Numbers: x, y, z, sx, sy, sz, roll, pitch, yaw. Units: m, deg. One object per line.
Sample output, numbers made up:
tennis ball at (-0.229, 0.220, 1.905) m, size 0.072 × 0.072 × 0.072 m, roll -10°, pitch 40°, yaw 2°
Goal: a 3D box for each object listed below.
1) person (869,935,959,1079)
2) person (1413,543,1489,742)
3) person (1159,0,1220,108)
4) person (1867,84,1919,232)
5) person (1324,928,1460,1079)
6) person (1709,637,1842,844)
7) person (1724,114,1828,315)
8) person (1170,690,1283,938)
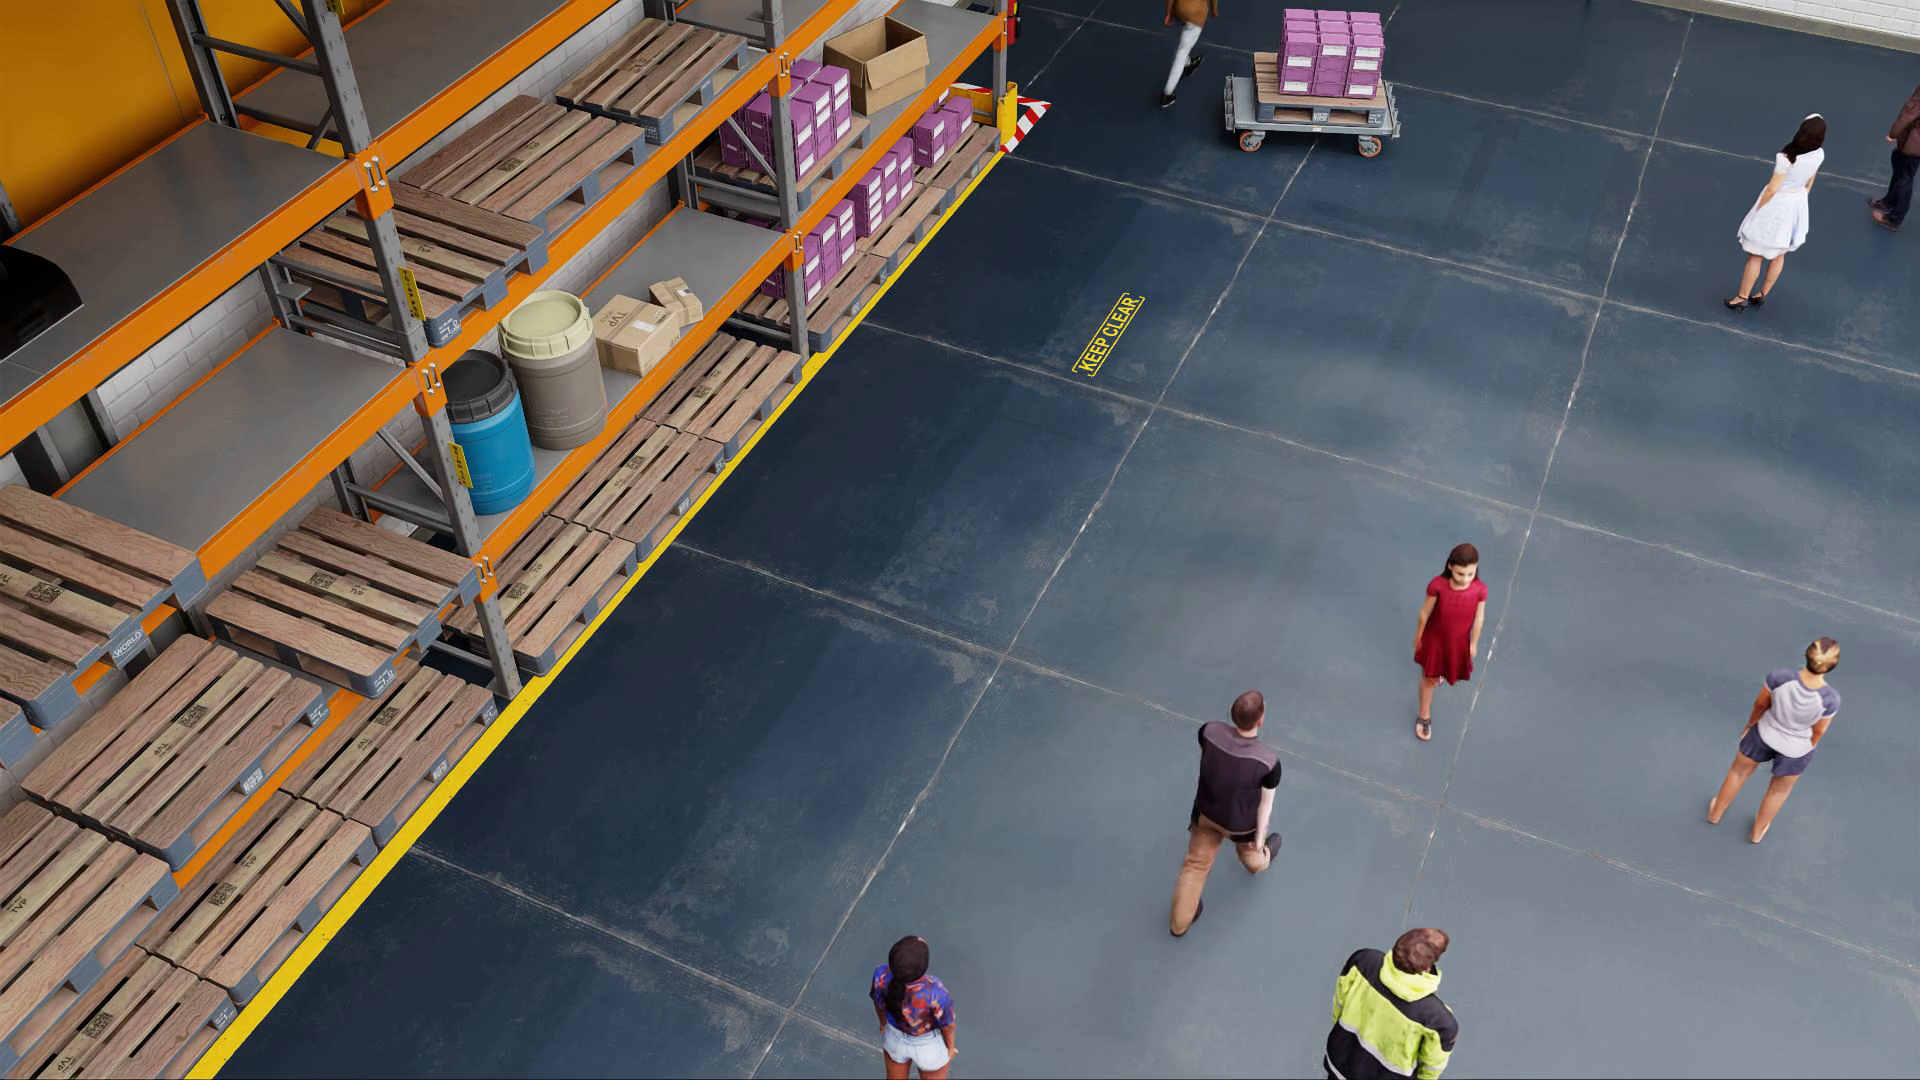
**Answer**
person at (-0.228, 2.504, 8.314) m, size 0.588 × 1.742 × 0.510 m, roll 16°, pitch 46°, yaw 16°
person at (3.078, 0.556, 10.506) m, size 0.708 × 1.540 × 0.896 m, roll 6°, pitch 44°, yaw 6°
person at (2.219, -5.088, 16.268) m, size 0.806 × 1.764 × 1.234 m, roll 26°, pitch 49°, yaw 25°
person at (8.519, -3.531, 14.584) m, size 0.876 × 1.832 × 0.970 m, roll -22°, pitch 48°, yaw -22°
person at (2.062, 2.506, 8.138) m, size 0.800 × 1.982 × 0.854 m, roll -33°, pitch 53°, yaw -30°
person at (4.834, 1.182, 9.790) m, size 0.604 × 1.622 × 0.574 m, roll 29°, pitch 51°, yaw 27°
person at (6.741, -2.666, 13.691) m, size 0.852 × 1.811 × 0.902 m, roll -7°, pitch 44°, yaw -8°
person at (1.438, 1.572, 9.258) m, size 0.861 × 1.791 × 1.219 m, roll 28°, pitch 50°, yaw 27°
